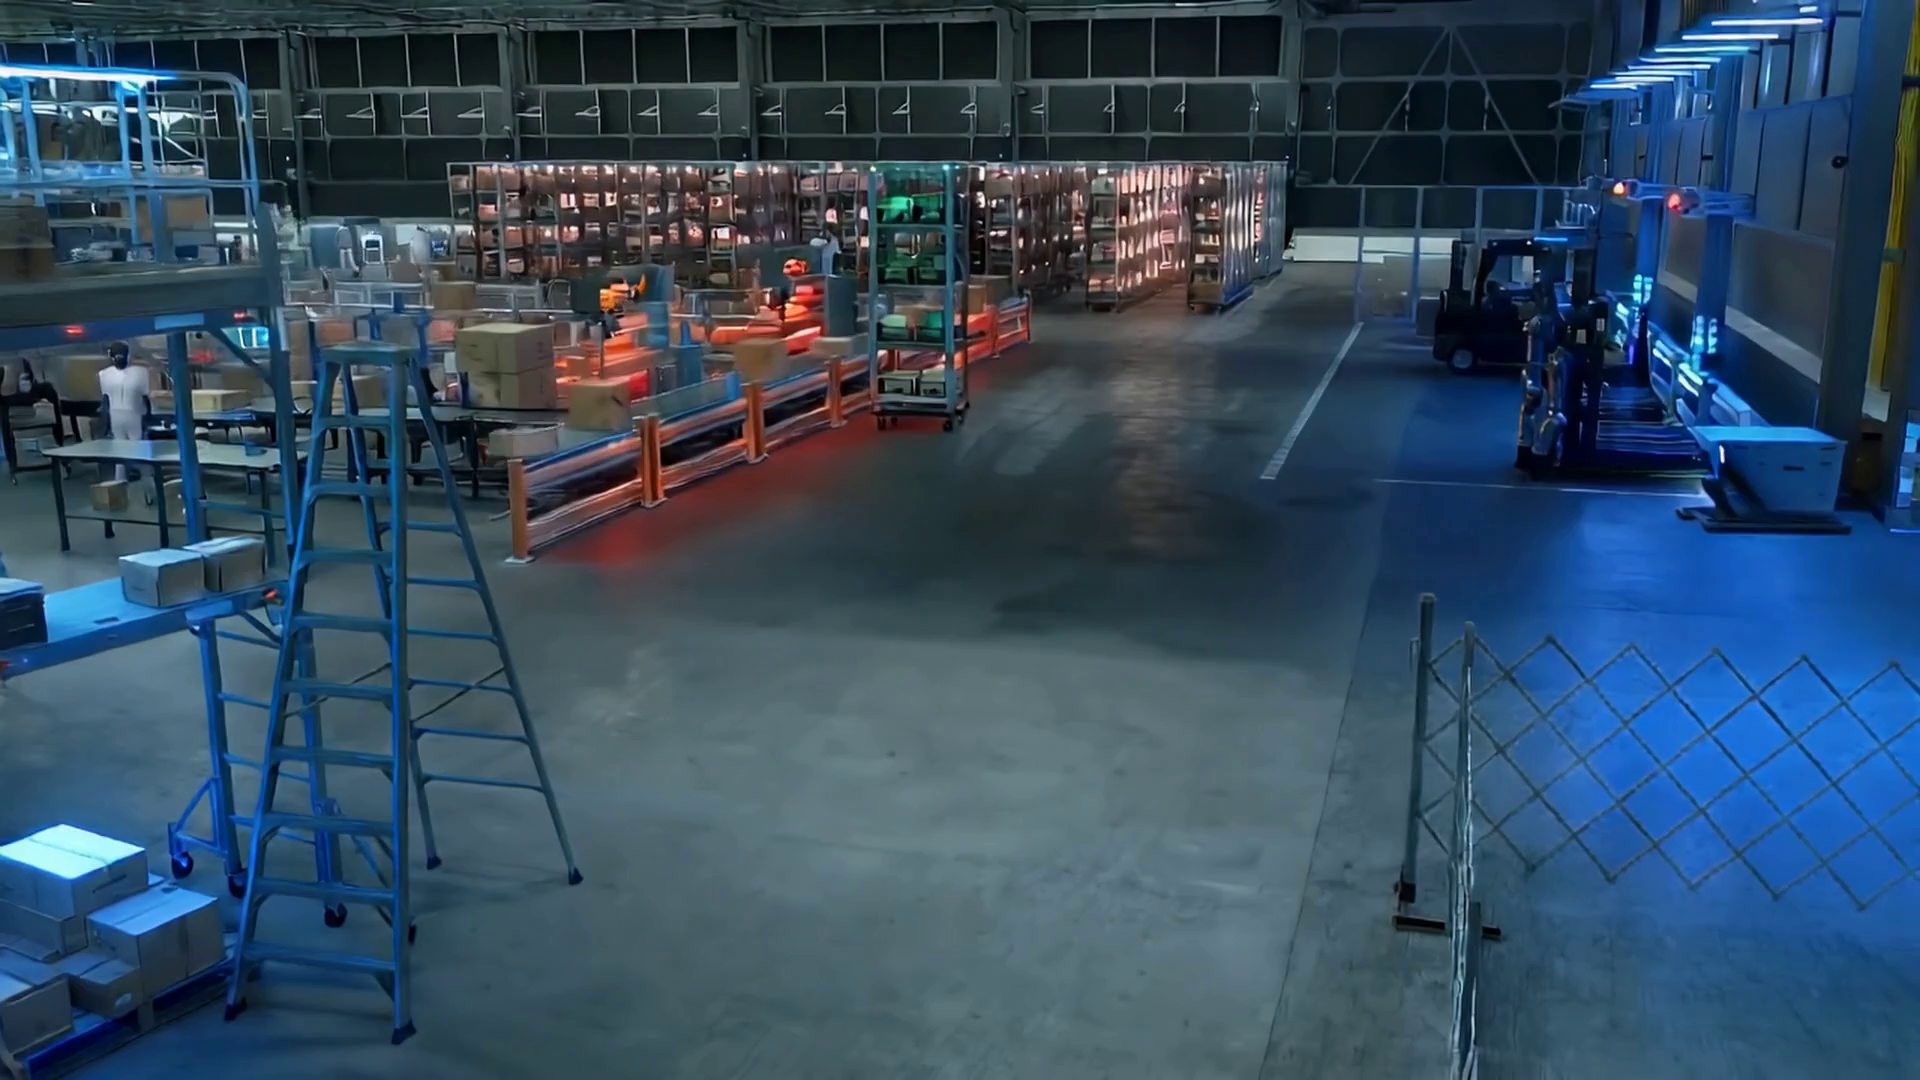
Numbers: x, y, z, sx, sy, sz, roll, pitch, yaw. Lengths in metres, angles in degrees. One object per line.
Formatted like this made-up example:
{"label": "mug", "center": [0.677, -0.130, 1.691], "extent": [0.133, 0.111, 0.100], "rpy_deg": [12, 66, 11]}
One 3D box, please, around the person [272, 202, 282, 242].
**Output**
{"label": "person", "center": [-26.832, -12.312, 65.500], "extent": [0.551, 1.941, 0.340], "rpy_deg": [12, 18, 43]}

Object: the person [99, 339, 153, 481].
{"label": "person", "center": [-8.862, -1.207, 17.704], "extent": [0.514, 1.866, 0.329], "rpy_deg": [-3, 13, -11]}

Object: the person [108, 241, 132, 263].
{"label": "person", "center": [-18.405, -5.587, 36.510], "extent": [0.855, 1.926, 0.607], "rpy_deg": [3, 13, 14]}

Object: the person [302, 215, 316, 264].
{"label": "person", "center": [-22.815, -10.516, 58.254], "extent": [0.592, 1.704, 0.504], "rpy_deg": [8, 15, 32]}

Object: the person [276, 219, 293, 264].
{"label": "person", "center": [-20.711, -8.931, 51.109], "extent": [0.374, 1.843, 0.568], "rpy_deg": [7, 15, 28]}

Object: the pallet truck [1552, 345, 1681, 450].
{"label": "pallet truck", "center": [8.641, -1.896, 21.908], "extent": [1.630, 1.274, 0.653], "rpy_deg": [4, 14, 16]}

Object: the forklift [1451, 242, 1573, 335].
{"label": "forklift", "center": [10.464, -4.597, 31.405], "extent": [2.680, 1.987, 1.157], "rpy_deg": [4, 14, 16]}

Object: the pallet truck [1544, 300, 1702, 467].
{"label": "pallet truck", "center": [8.263, -1.952, 20.631], "extent": [1.885, 1.965, 0.823], "rpy_deg": [5, 14, 20]}

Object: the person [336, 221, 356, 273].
{"label": "person", "center": [-19.692, -9.348, 53.265], "extent": [0.866, 1.680, 0.587], "rpy_deg": [10, 16, 36]}

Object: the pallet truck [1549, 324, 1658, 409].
{"label": "pallet truck", "center": [9.824, -2.669, 25.407], "extent": [1.601, 1.201, 0.680], "rpy_deg": [4, 14, 16]}

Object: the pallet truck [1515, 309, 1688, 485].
{"label": "pallet truck", "center": [7.554, -1.677, 19.446], "extent": [1.885, 1.965, 0.823], "rpy_deg": [3, 13, 14]}

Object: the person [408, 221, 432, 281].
{"label": "person", "center": [-15.633, -8.281, 48.212], "extent": [0.655, 1.883, 0.537], "rpy_deg": [-6, 14, -23]}

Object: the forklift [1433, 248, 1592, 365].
{"label": "forklift", "center": [9.780, -4.111, 29.280], "extent": [2.680, 1.987, 1.157], "rpy_deg": [3, 13, 14]}

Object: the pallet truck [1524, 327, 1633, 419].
{"label": "pallet truck", "center": [9.065, -2.460, 24.370], "extent": [1.522, 1.261, 0.704], "rpy_deg": [3, 13, 14]}

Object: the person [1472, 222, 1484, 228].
{"label": "person", "center": [14.263, -7.836, 46.055], "extent": [0.376, 1.995, 0.612], "rpy_deg": [6, 14, 23]}

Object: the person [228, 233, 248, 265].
{"label": "person", "center": [-19.204, -7.366, 44.377], "extent": [0.592, 1.833, 0.404], "rpy_deg": [6, 15, 26]}
